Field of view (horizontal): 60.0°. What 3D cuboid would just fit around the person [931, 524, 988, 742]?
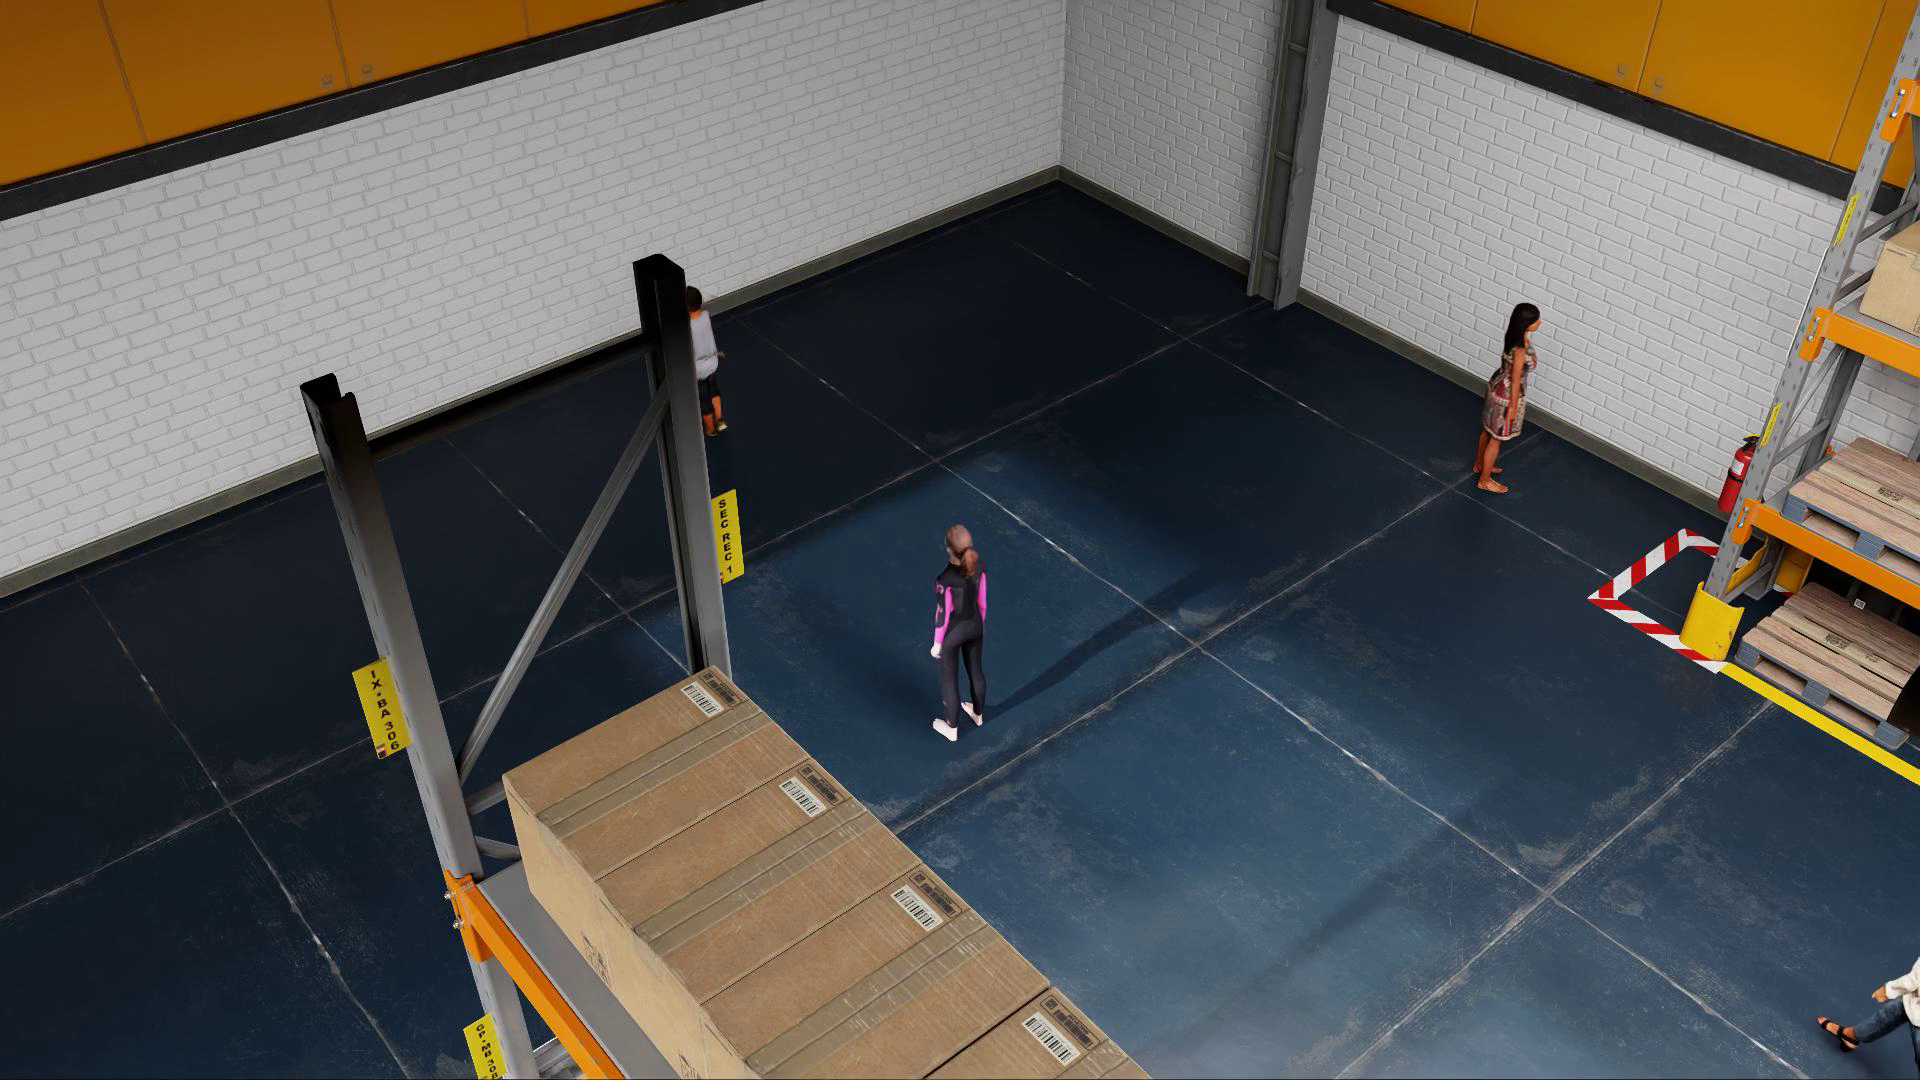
[{"bbox_3d":[-0.005,0.603,10.925,0.571,1.752,0.578,-24,44,-27],"label":"person"}]

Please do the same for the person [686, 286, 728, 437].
[{"bbox_3d":[-2.109,-1.484,13.781,0.594,1.448,0.574,-27,46,-30],"label":"person"}]

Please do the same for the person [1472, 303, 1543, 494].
[{"bbox_3d":[4.334,-1.157,13.214,0.762,1.645,0.718,5,39,7],"label":"person"}]
